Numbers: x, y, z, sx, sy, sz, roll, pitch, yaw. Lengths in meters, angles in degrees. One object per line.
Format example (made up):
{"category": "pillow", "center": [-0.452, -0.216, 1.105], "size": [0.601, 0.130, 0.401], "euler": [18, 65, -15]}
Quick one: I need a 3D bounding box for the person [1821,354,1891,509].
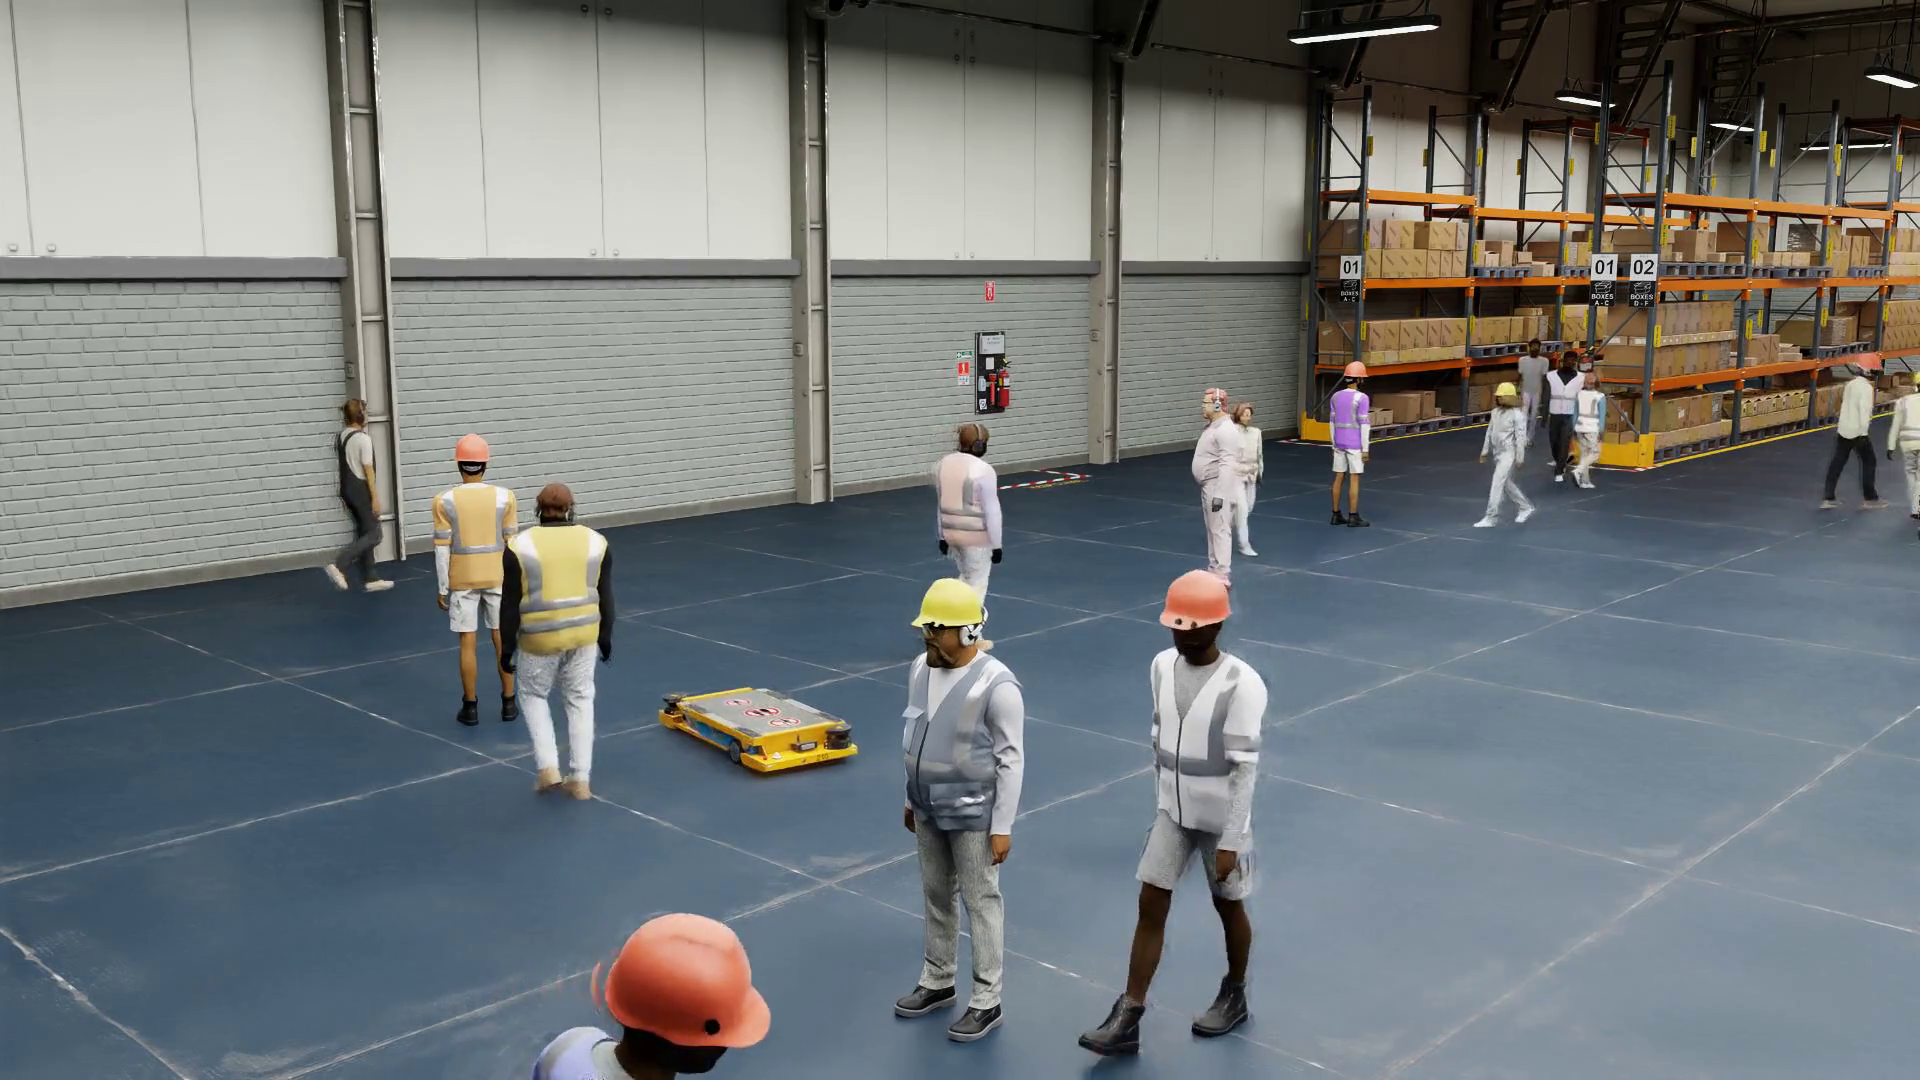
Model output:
{"category": "person", "center": [11.318, -1.353, 20.859], "size": [0.917, 1.942, 0.759], "euler": [0, 9, 2]}

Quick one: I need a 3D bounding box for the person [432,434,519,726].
{"category": "person", "center": [-3.205, 0.264, 11.053], "size": [0.546, 1.939, 0.375], "euler": [-4, 10, -21]}

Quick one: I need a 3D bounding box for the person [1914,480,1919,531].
{"category": "person", "center": [11.214, -0.899, 19.075], "size": [0.361, 1.621, 0.517], "euler": [4, 10, 20]}

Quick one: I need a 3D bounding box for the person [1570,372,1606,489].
{"category": "person", "center": [8.528, -1.479, 22.654], "size": [0.553, 1.624, 0.522], "euler": [-5, 11, -29]}

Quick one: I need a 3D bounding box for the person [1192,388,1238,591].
{"category": "person", "center": [2.379, -0.472, 15.636], "size": [0.406, 1.911, 0.637], "euler": [0, 9, -1]}

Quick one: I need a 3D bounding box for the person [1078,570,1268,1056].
{"category": "person", "center": [0.849, 1.058, 6.326], "size": [0.927, 1.895, 0.562], "euler": [-8, 13, -42]}

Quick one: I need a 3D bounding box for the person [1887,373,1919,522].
{"category": "person", "center": [11.550, -1.125, 19.977], "size": [0.658, 1.781, 0.776], "euler": [8, 12, 41]}

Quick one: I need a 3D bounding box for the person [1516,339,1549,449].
{"category": "person", "center": [9.561, -2.429, 27.773], "size": [0.559, 1.833, 0.886], "euler": [2, 10, 15]}

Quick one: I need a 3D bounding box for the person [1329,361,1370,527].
{"category": "person", "center": [4.585, -1.120, 19.492], "size": [0.379, 1.937, 0.548], "euler": [-7, 11, -35]}

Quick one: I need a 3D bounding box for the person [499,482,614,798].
{"category": "person", "center": [-2.298, 0.582, 9.510], "size": [0.685, 1.810, 0.444], "euler": [-6, 11, -31]}

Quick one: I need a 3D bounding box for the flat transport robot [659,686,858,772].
{"category": "flat transport robot", "center": [-1.310, 1.172, 10.592], "size": [0.652, 0.197, 1.431], "euler": [-7, 11, -36]}

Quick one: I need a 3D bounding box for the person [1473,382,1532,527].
{"category": "person", "center": [6.438, -1.009, 19.515], "size": [0.851, 1.709, 0.494], "euler": [-3, 10, -19]}

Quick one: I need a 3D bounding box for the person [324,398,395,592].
{"category": "person", "center": [-5.585, -0.394, 15.382], "size": [0.535, 1.831, 0.633], "euler": [9, 13, 42]}

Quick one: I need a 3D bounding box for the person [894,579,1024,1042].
{"category": "person", "center": [-0.024, 1.051, 6.577], "size": [0.404, 1.830, 0.600], "euler": [-9, 13, -43]}

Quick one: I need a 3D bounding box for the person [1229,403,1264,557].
{"category": "person", "center": [2.959, -0.662, 17.675], "size": [0.524, 1.614, 0.700], "euler": [-5, 11, -30]}

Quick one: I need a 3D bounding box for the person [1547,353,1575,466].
{"category": "person", "center": [9.191, -1.991, 25.395], "size": [0.618, 1.734, 0.361], "euler": [-4, 10, -24]}

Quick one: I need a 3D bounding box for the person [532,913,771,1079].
{"category": "person", "center": [-0.618, 1.584, 3.223], "size": [0.837, 1.867, 0.614], "euler": [-4, 10, -26]}

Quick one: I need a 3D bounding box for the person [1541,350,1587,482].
{"category": "person", "center": [8.652, -1.794, 23.819], "size": [0.585, 1.873, 0.862], "euler": [4, 10, 24]}

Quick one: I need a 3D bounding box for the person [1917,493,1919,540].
{"category": "person", "center": [8.532, -0.095, 14.277], "size": [0.526, 1.596, 0.768], "euler": [2, 10, 14]}

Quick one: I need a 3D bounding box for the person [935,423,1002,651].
{"category": "person", "center": [0.092, -0.011, 13.073], "size": [0.452, 1.824, 0.648], "euler": [-8, 12, -40]}
